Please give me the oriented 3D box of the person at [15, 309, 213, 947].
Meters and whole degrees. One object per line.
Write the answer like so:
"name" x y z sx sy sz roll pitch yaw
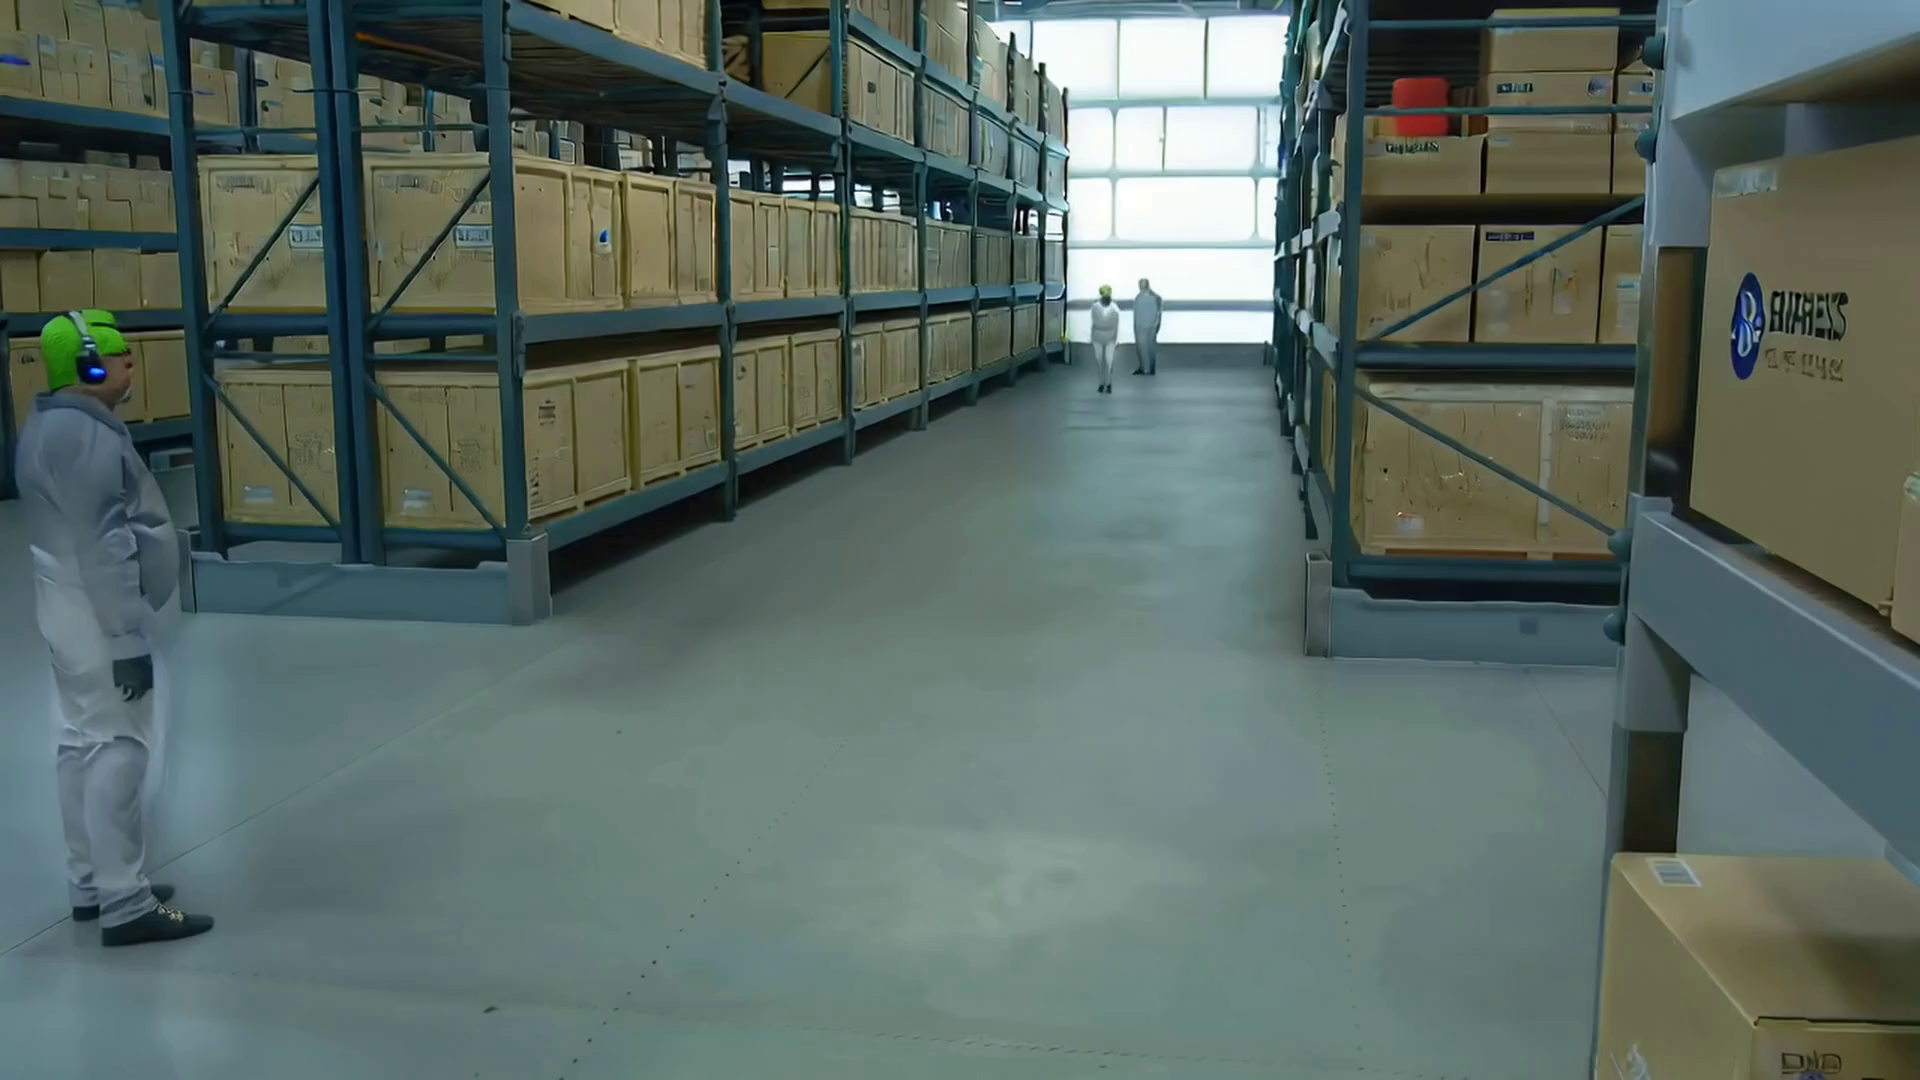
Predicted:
"person" -2.572 0.265 5.042 0.408 1.913 0.642 -8 12 -40

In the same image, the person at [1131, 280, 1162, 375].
"person" 3.652 -4.166 32.707 0.688 1.880 0.576 6 11 35

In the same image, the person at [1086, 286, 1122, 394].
"person" 2.406 -3.344 27.844 0.595 1.784 0.942 1 9 8

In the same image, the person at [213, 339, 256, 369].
"person" -6.299 -1.087 14.378 0.504 1.610 0.735 -2 9 -12
